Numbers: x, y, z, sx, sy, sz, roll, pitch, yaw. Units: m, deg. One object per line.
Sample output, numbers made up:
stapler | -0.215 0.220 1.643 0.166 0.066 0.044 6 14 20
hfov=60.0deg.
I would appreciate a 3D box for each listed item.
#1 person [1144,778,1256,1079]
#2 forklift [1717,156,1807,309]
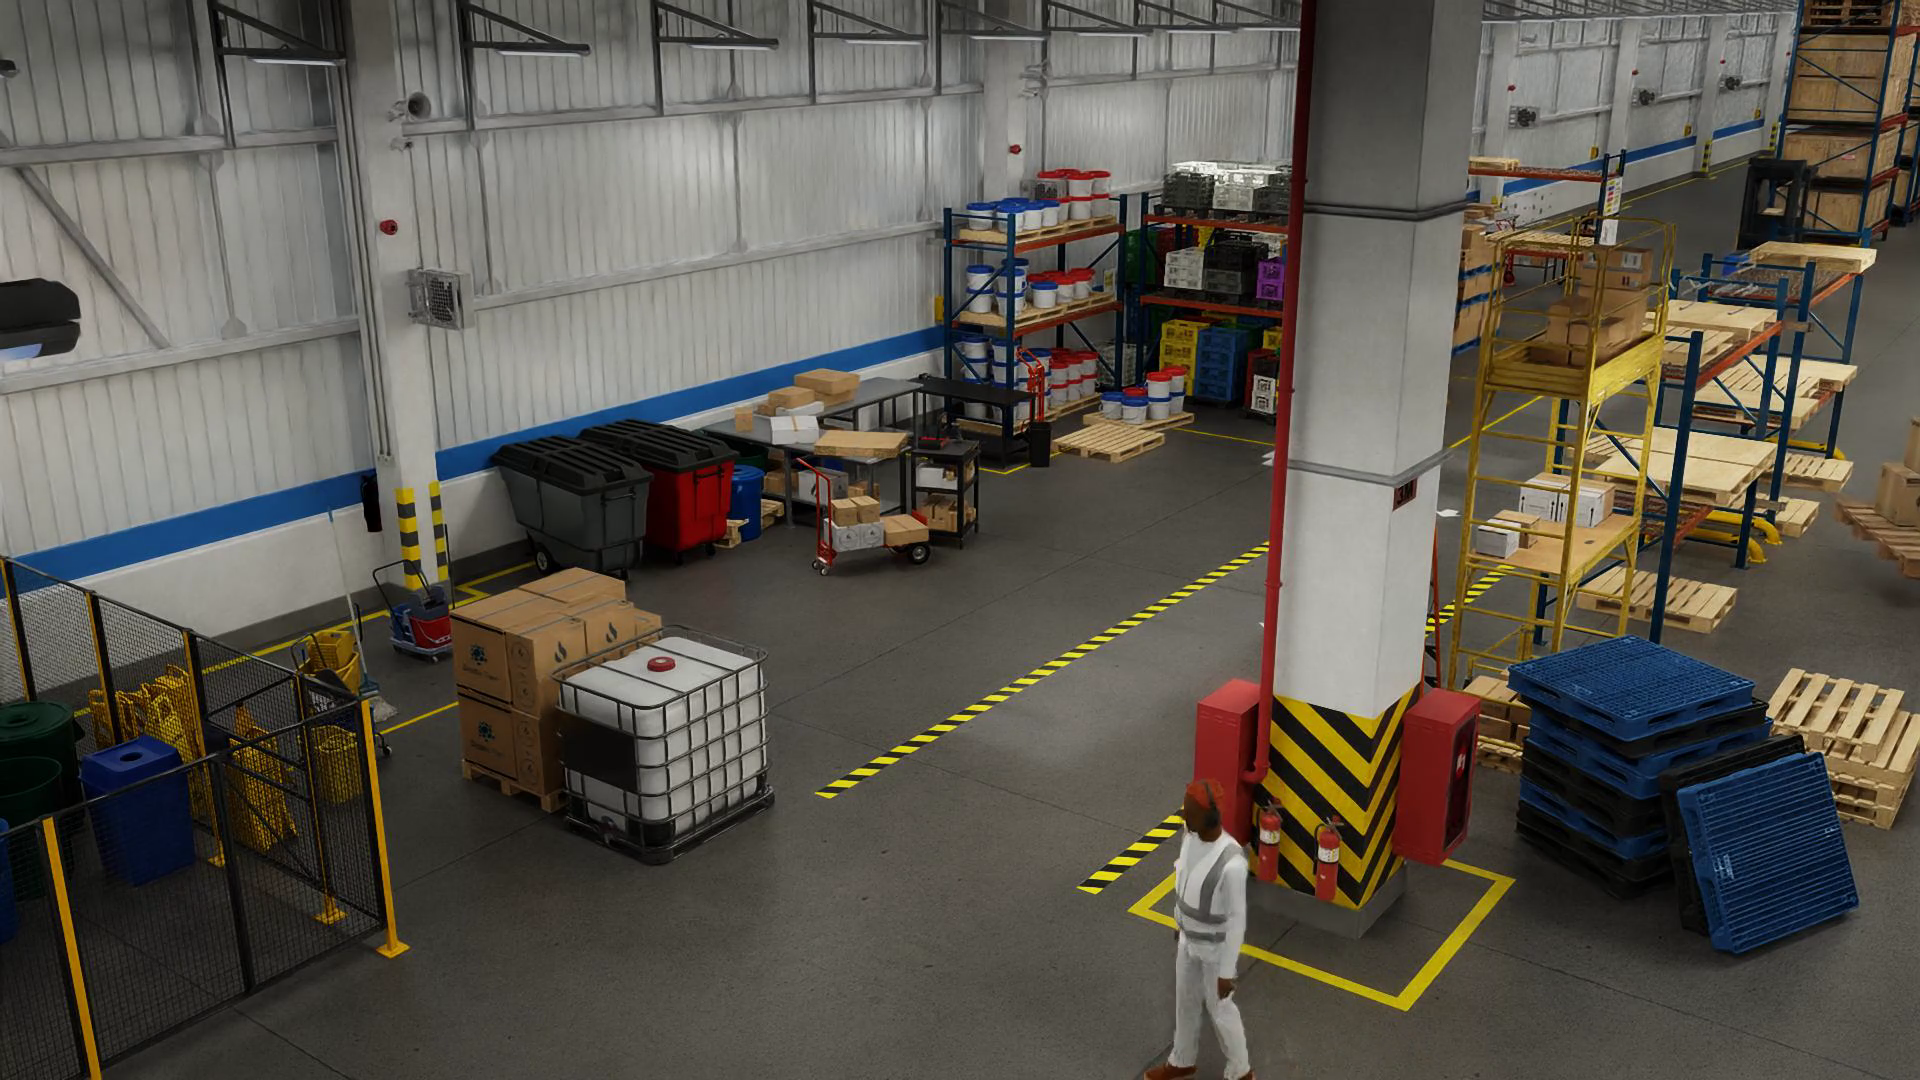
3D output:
person | 1.305 2.108 8.780 0.437 1.896 0.581 -7 19 -19
forklift | 15.170 -5.767 31.271 1.129 2.768 1.873 13 22 34
